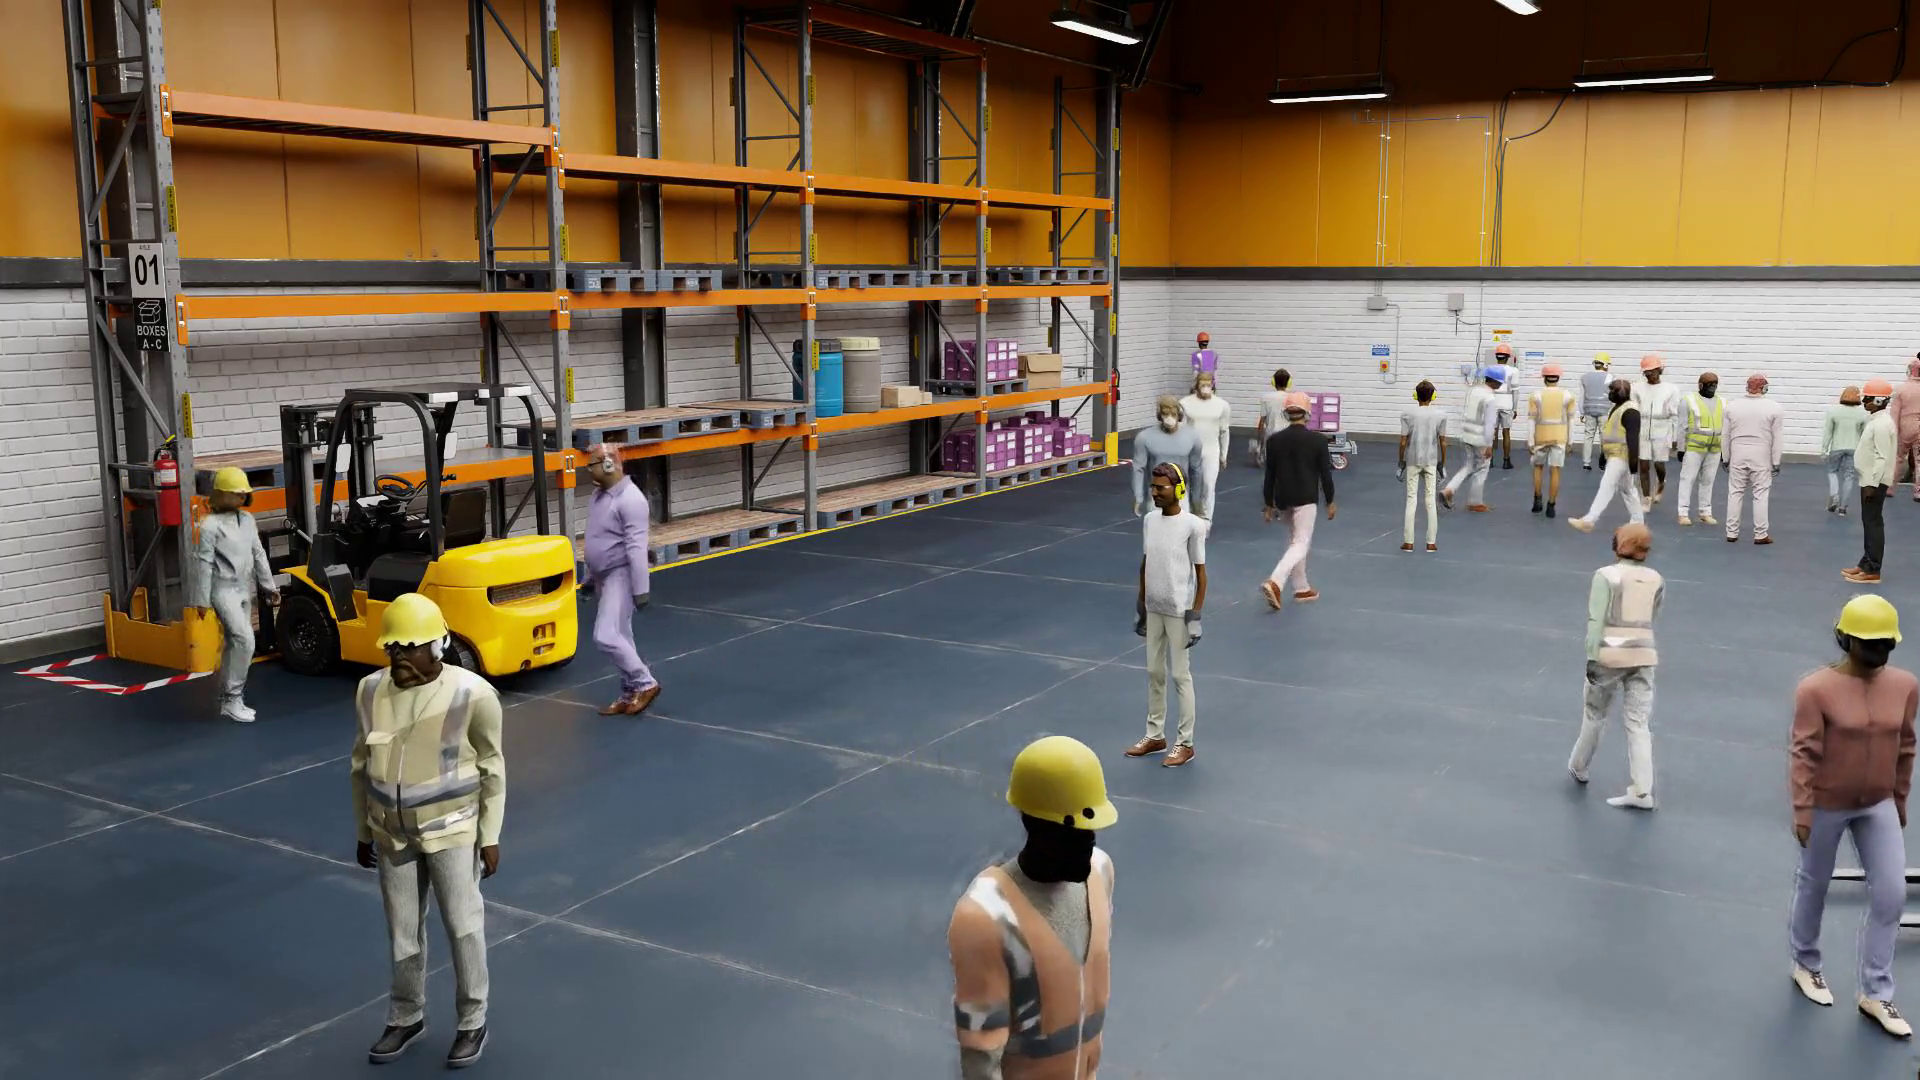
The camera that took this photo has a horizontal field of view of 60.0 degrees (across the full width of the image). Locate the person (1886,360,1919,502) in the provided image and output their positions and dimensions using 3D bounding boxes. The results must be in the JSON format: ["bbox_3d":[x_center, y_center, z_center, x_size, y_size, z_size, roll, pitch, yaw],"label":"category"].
[{"bbox_3d":[12.641,-1.451,22.085,0.654,1.891,0.681,2,9,12],"label":"person"}]

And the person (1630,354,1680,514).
[{"bbox_3d":[8.732,-1.342,20.974,0.617,2.015,0.609,5,10,27],"label":"person"}]

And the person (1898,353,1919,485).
[{"bbox_3d":[13.701,-1.716,23.499,0.755,1.941,0.622,3,10,21],"label":"person"}]

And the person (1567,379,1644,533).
[{"bbox_3d":[7.559,-0.964,19.275,0.950,1.790,0.658,1,9,7],"label":"person"}]

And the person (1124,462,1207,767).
[{"bbox_3d":[1.269,0.454,10.206,0.318,1.860,0.531,-8,12,-40],"label":"person"}]

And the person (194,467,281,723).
[{"bbox_3d":[-4.855,0.365,11.174,0.527,1.722,0.499,1,9,9],"label":"person"}]

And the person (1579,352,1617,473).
[{"bbox_3d":[9.687,-1.931,25.210,0.586,1.823,0.400,8,12,40],"label":"person"}]

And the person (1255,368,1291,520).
[{"bbox_3d":[3.916,-1.191,20.512,0.574,1.843,0.696,0,9,3],"label":"person"}]

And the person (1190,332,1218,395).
[{"bbox_3d":[4.491,-2.879,30.774,0.551,1.932,0.376,-4,10,-25],"label":"person"}]

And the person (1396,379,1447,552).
[{"bbox_3d":[4.992,-0.799,17.993,0.531,1.870,0.316,1,9,8],"label":"person"}]

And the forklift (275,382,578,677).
[{"bbox_3d":[-3.974,-0.067,12.417,2.313,2.155,1.214,5,11,30],"label":"forklift"}]

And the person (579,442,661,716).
[{"bbox_3d":[-2.348,0.279,11.237,0.434,1.885,0.646,-6,11,-31],"label":"person"}]

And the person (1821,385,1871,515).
[{"bbox_3d":[11.035,-1.116,20.727,0.532,1.618,0.353,5,10,27],"label":"person"}]

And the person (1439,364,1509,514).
[{"bbox_3d":[6.391,-1.240,20.667,0.699,1.893,0.670,-2,9,-10],"label":"person"}]

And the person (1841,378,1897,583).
[{"bbox_3d":[8.889,-0.576,16.212,0.381,1.994,0.614,4,10,24],"label":"person"}]

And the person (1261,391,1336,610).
[{"bbox_3d":[2.992,-0.354,14.964,0.623,1.958,0.934,9,13,43],"label":"person"}]

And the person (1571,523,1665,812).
[{"bbox_3d":[3.759,0.699,9.506,0.550,1.587,0.739,-2,9,-12],"label":"person"}]

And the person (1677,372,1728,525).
[{"bbox_3d":[8.891,-1.090,19.906,0.634,1.839,0.429,-1,9,-6],"label":"person"}]

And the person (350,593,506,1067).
[{"bbox_3d":[-2.027,1.094,6.305,0.600,1.827,0.404,1,9,9],"label":"person"}]

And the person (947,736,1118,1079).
[{"bbox_3d":[0.263,1.415,4.128,0.941,1.881,0.611,9,13,44],"label":"person"}]

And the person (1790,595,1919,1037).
[{"bbox_3d":[3.592,1.082,6.637,0.544,1.734,0.722,0,9,-1],"label":"person"}]

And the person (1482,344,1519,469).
[{"bbox_3d":[8.333,-2.054,25.648,0.556,1.931,0.386,5,10,29],"label":"person"}]

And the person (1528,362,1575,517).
[{"bbox_3d":[7.355,-1.258,20.728,0.567,1.908,0.725,3,10,17],"label":"person"}]

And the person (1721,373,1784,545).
[{"bbox_3d":[8.835,-0.907,18.556,0.642,1.909,0.399,8,12,41],"label":"person"}]

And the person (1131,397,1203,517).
[{"bbox_3d":[1.895,-0.366,15.256,0.636,1.893,1.010,1,9,8],"label":"person"}]

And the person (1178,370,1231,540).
[{"bbox_3d":[2.774,-0.996,19.087,0.634,1.915,0.893,1,9,6],"label":"person"}]
